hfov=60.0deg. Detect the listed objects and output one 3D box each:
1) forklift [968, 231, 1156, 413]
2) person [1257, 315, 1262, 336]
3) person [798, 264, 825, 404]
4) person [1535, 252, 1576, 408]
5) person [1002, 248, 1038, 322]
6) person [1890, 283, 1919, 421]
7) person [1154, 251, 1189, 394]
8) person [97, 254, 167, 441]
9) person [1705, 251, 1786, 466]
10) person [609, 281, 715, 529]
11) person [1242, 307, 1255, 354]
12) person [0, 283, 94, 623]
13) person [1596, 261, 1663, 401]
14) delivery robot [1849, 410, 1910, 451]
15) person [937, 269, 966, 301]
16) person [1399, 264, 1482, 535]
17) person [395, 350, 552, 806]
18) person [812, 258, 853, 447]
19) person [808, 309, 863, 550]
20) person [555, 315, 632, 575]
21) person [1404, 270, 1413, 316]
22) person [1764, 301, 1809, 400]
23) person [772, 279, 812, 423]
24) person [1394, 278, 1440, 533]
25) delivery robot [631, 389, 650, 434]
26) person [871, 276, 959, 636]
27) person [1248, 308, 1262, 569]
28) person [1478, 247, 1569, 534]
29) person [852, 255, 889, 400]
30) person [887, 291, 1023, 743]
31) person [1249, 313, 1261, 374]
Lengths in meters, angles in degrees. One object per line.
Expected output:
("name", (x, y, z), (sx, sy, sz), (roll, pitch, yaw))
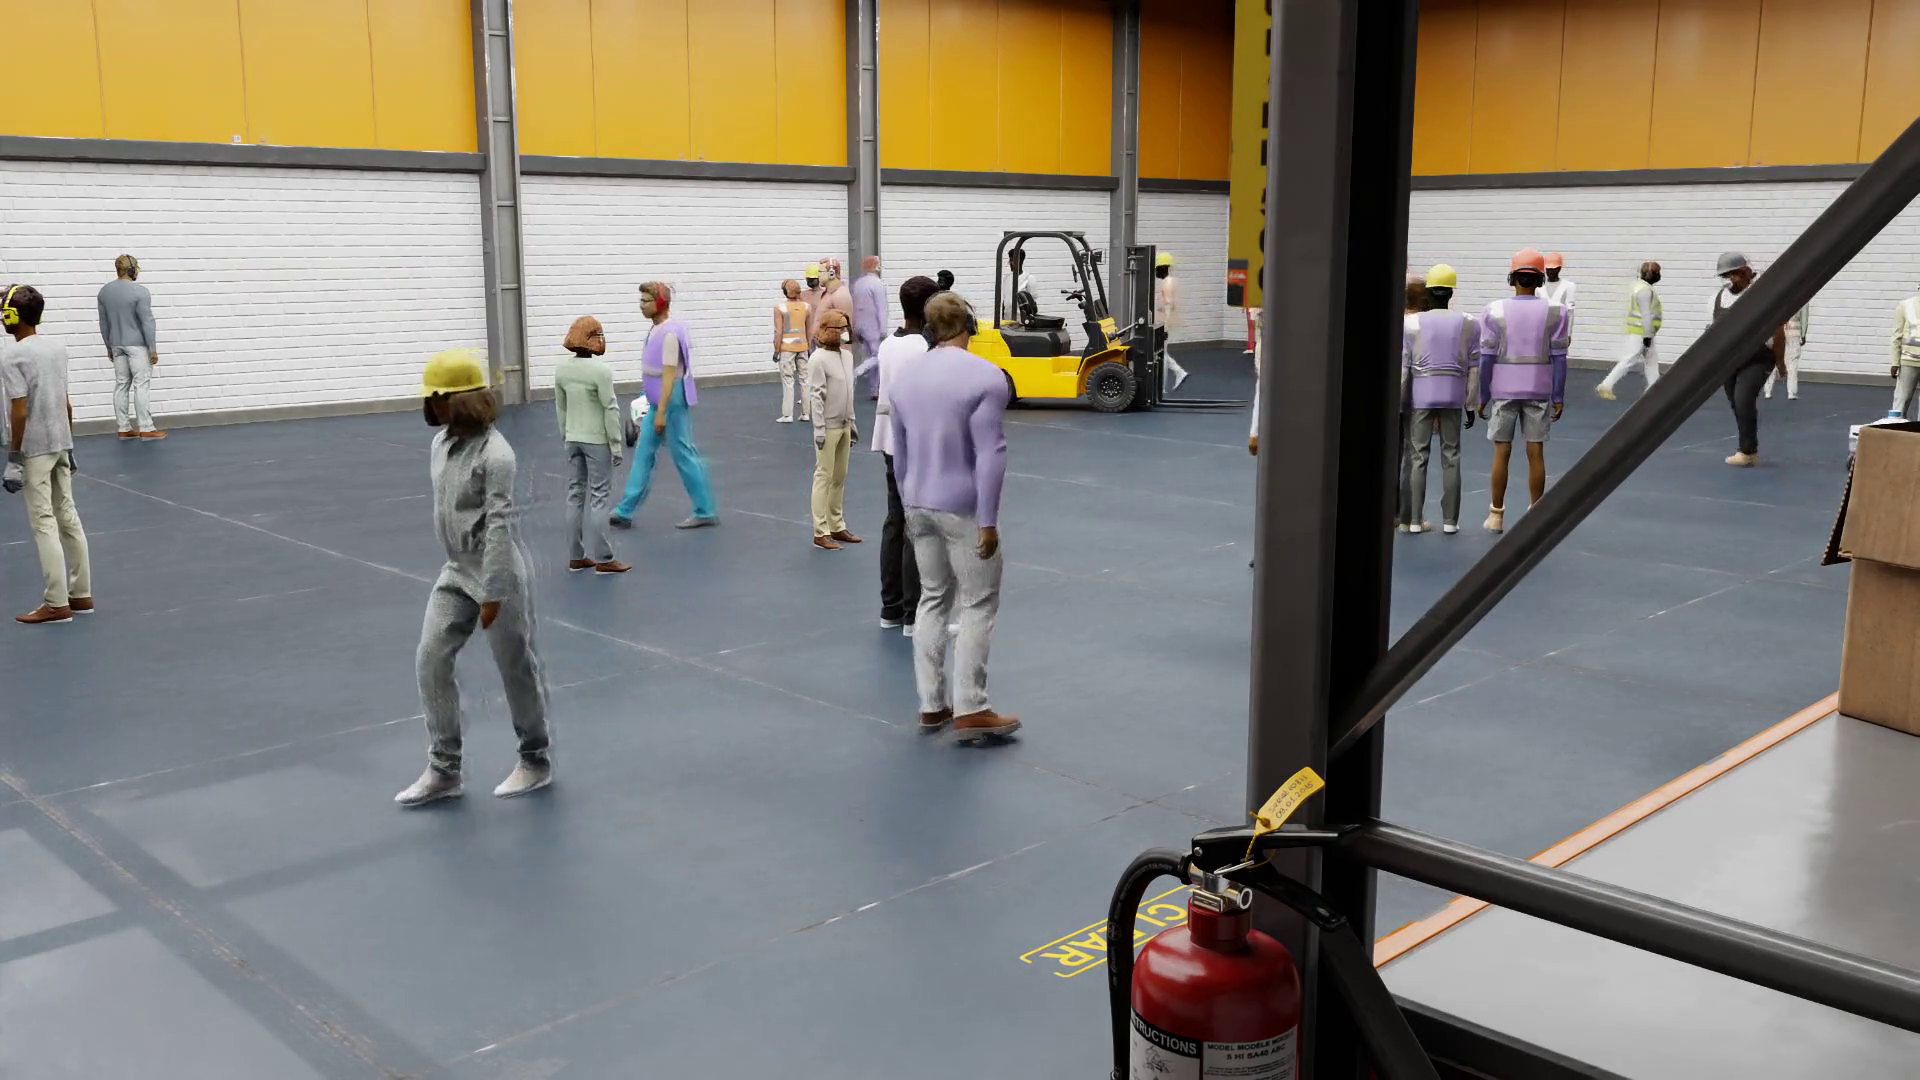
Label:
("forklift", (1.222, -2.721, 20.561), (2.313, 2.155, 1.214), (2, 11, 13))
("person", (3.998, -2.649, 21.266), (0.433, 1.808, 0.736), (-4, 11, -21))
("person", (-1.818, -2.593, 21.038), (0.526, 1.765, 0.329), (3, 11, 18))
("person", (7.314, -2.592, 20.613), (0.540, 1.928, 0.410), (6, 12, 32))
("person", (0.784, -2.993, 22.668), (0.368, 1.967, 0.600), (-10, 14, -44))
("person", (9.380, -1.741, 16.199), (0.586, 1.835, 0.403), (2, 11, 10))
("person", (2.754, -2.896, 22.274), (0.515, 1.915, 0.604), (1, 10, 5))
("person", (-8.631, -1.998, 17.315), (0.635, 1.937, 0.354), (3, 11, 16))
("person", (7.255, -1.709, 15.463), (0.719, 2.000, 0.714), (-6, 12, -28))
("person", (-2.213, -0.957, 12.025), (0.885, 1.799, 0.593), (-5, 11, -24))
("person", (5.320, -4.228, 29.954), (0.522, 1.768, 0.314), (-4, 11, -20))
("person", (-5.080, -0.469, 9.167), (0.332, 1.872, 0.514), (1, 10, 7))
("person", (8.709, -2.674, 21.379), (0.913, 1.814, 0.639), (4, 11, 21))
("delivery robot", (8.418, -0.928, 15.005), (0.707, 0.478, 0.477), (-2, 11, -11))
("person", (-0.174, -2.613, 21.322), (0.537, 1.699, 0.321), (5, 11, 24))
("person", (3.392, -0.992, 11.864), (0.587, 1.927, 0.364), (1, 10, 6))
("person", (-1.836, 0.157, 6.166), (0.512, 1.711, 0.716), (9, 13, 39))
("person", (-1.294, -1.882, 16.776), (0.402, 1.906, 0.651), (-3, 11, -16))
("person", (-0.856, -0.759, 11.395), (0.279, 1.633, 0.504), (5, 11, 25))
("person", (-2.333, -0.597, 10.509), (0.500, 1.633, 0.284), (7, 12, 32))
("person", (6.486, -3.336, 24.741), (0.469, 1.890, 0.655), (-2, 11, -10))
("person", (10.754, -2.642, 21.673), (0.515, 1.634, 0.311), (8, 13, 38))
("person", (-1.903, -2.146, 18.938), (0.522, 1.640, 0.305), (-9, 14, -40))
("person", (3.287, -0.965, 12.053), (0.545, 1.824, 0.622), (9, 14, 40))
("delivery robot", (-3.195, -1.308, 17.076), (0.477, 0.478, 0.707), (-3, 11, -13))
("person", (-0.261, -0.445, 8.905), (0.383, 1.918, 0.591), (-5, 12, -28))
("person", (2.107, -0.744, 10.646), (0.671, 1.888, 0.363), (-8, 13, -36))
("person", (4.000, -1.052, 11.875), (0.608, 2.044, 0.370), (2, 11, 13))
("person", (-1.188, -2.712, 21.380), (0.683, 1.878, 0.660), (-5, 12, -27))
("person", (-0.047, -0.110, 7.142), (0.684, 1.896, 0.479), (9, 13, 39))
("person", (4.747, -3.425, 25.380), (0.625, 1.849, 0.900), (-2, 11, -9))
